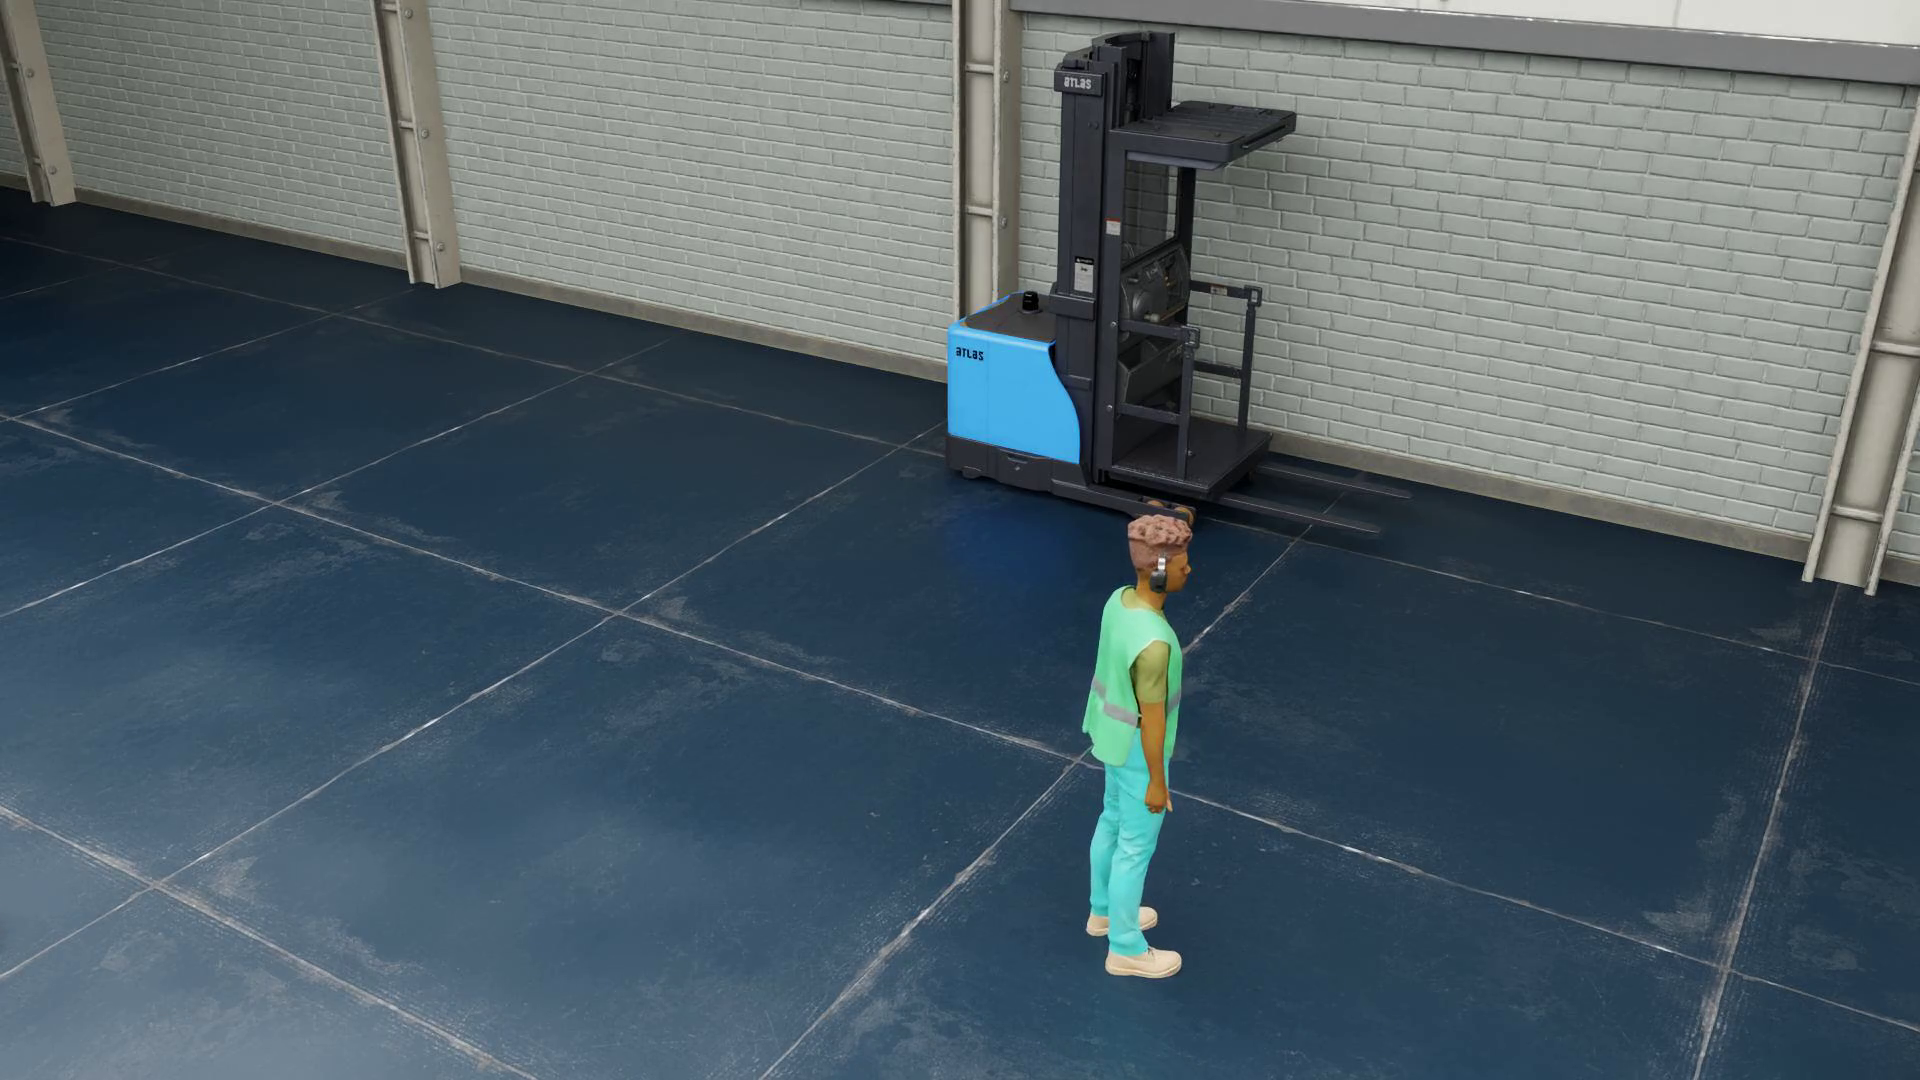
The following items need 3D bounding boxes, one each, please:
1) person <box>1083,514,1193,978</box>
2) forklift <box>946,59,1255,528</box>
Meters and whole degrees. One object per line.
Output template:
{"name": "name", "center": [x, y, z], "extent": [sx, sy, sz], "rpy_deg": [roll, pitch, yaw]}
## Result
{"name": "person", "center": [0.685, 0.814, 6.540], "extent": [0.384, 1.977, 0.488], "rpy_deg": [-5, 26, -10]}
{"name": "forklift", "center": [0.933, -1.707, 10.833], "extent": [1.873, 2.768, 1.129], "rpy_deg": [15, 29, 28]}
